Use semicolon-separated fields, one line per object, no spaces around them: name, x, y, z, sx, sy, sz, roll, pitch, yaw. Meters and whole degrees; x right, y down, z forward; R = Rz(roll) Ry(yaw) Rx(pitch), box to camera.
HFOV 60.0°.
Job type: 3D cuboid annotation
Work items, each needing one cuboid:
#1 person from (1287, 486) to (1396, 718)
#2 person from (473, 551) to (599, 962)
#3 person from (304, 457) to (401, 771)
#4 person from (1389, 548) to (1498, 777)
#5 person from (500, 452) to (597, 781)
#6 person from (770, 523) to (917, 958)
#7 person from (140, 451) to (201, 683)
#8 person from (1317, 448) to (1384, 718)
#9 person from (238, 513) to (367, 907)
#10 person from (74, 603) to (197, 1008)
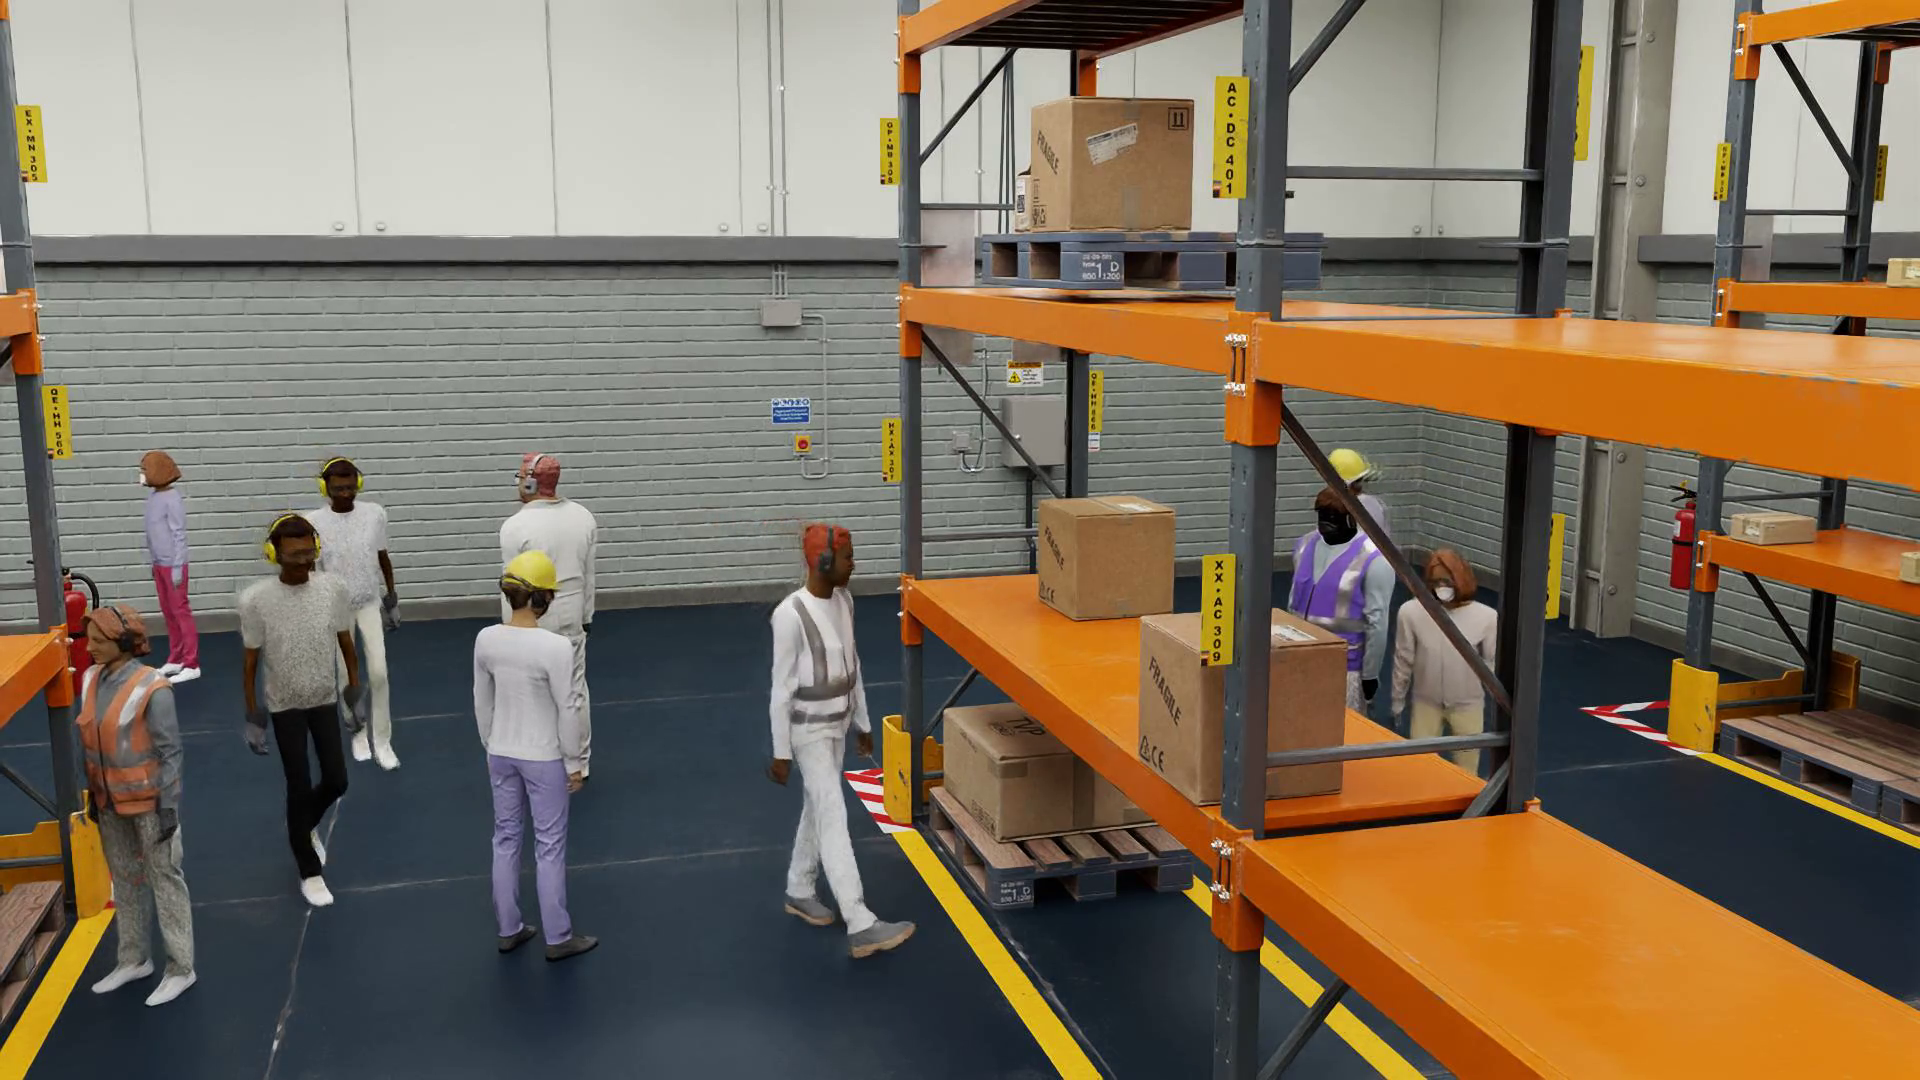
person;1.936;0.619;8.643;0.430;1.837;0.625;-7;12;-35
person;-1.827;0.922;7.130;0.526;1.758;0.343;5;11;25
person;-3.510;0.435;9.660;0.564;1.834;0.762;-6;11;-29
person;2.372;0.832;8.020;0.601;1.609;0.370;4;11;21
person;-2.326;0.459;9.322;0.409;1.913;0.651;7;12;33
person;-0.490;0.857;7.266;0.805;1.839;0.611;4;11;23
person;-5.567;0.183;11.687;0.265;1.631;0.506;-10;14;-43
person;2.370;0.341;10.258;0.436;1.813;0.622;7;12;34
person;-3.078;0.764;7.785;0.572;1.844;0.552;-8;13;-39
person;-3.325;1.057;6.696;0.522;1.638;0.310;5;11;26
